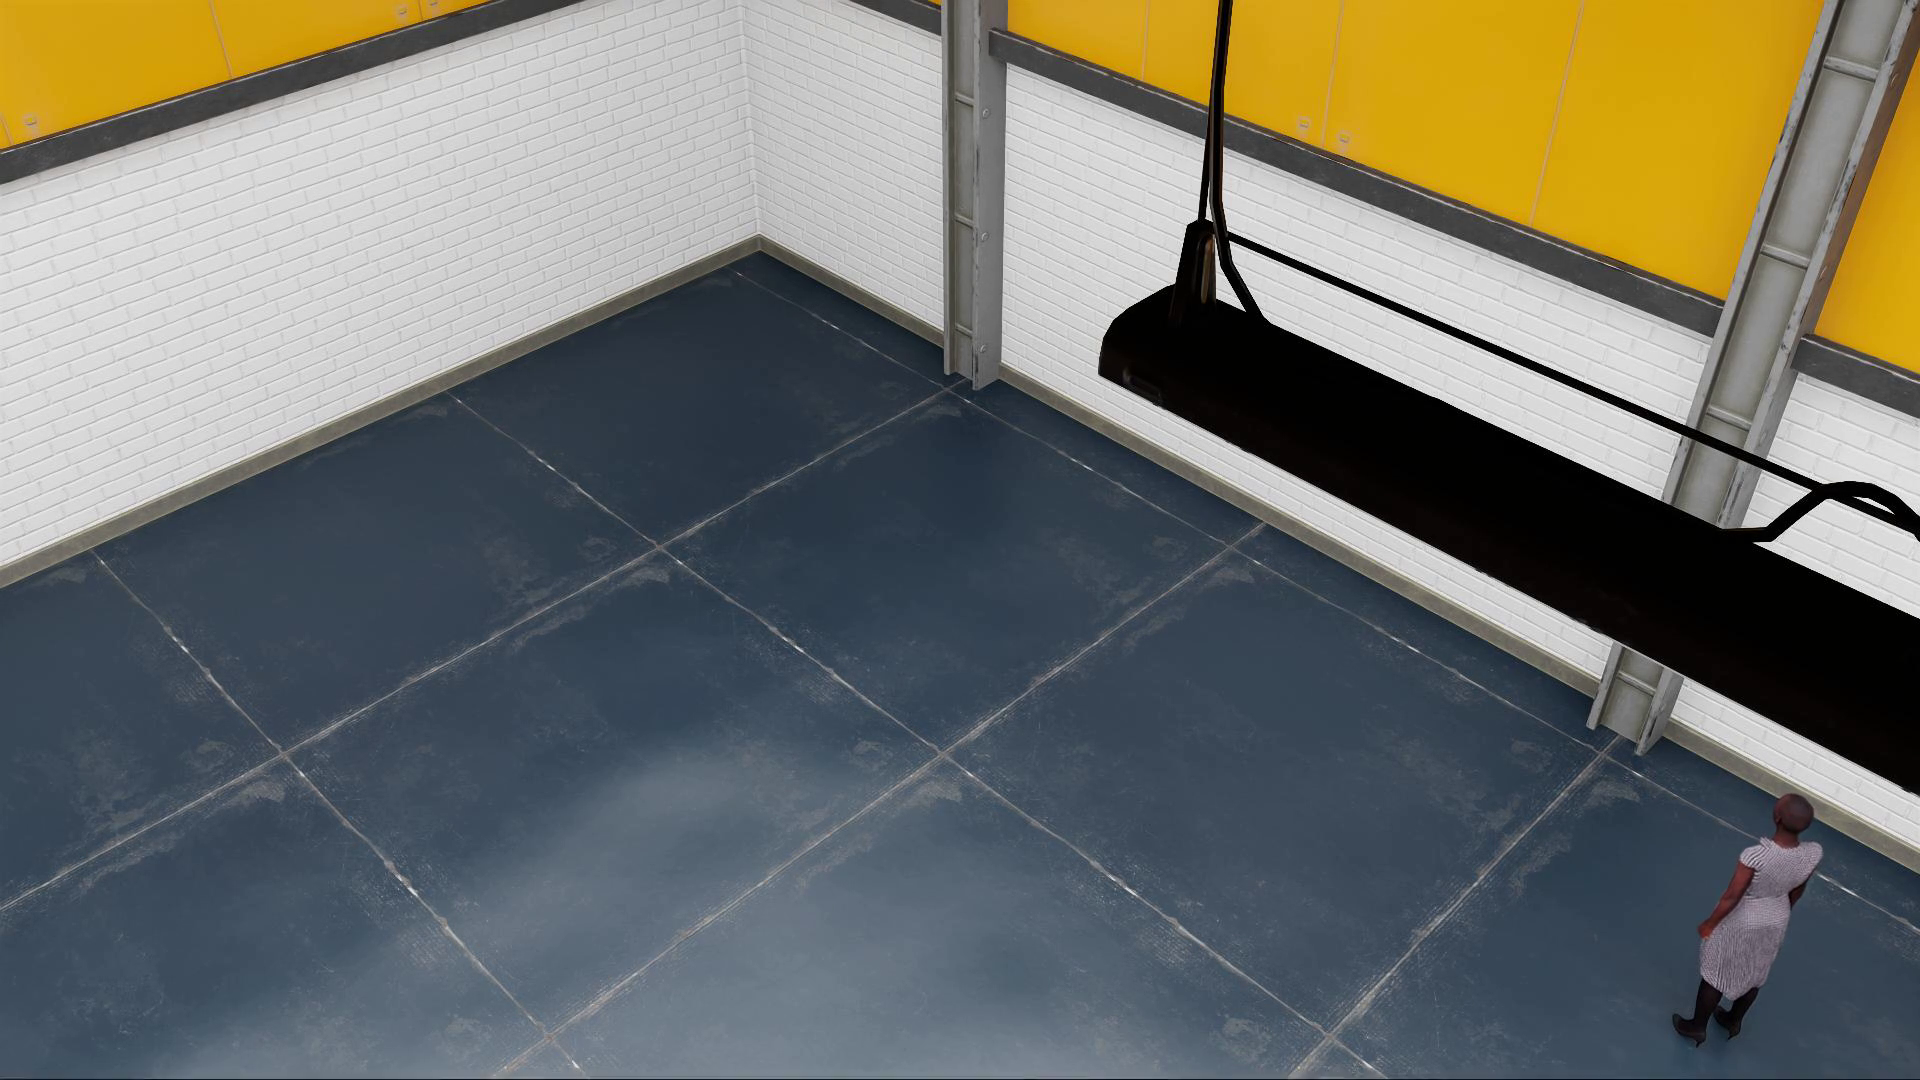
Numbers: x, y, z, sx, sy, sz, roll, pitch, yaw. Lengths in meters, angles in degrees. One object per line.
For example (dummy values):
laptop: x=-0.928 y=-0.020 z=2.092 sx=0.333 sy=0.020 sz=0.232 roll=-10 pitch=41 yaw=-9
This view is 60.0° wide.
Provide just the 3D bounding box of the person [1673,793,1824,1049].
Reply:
person: x=4.041 y=1.966 z=8.521 sx=0.709 sy=1.787 sz=0.732 roll=-6 pitch=39 yaw=-7
